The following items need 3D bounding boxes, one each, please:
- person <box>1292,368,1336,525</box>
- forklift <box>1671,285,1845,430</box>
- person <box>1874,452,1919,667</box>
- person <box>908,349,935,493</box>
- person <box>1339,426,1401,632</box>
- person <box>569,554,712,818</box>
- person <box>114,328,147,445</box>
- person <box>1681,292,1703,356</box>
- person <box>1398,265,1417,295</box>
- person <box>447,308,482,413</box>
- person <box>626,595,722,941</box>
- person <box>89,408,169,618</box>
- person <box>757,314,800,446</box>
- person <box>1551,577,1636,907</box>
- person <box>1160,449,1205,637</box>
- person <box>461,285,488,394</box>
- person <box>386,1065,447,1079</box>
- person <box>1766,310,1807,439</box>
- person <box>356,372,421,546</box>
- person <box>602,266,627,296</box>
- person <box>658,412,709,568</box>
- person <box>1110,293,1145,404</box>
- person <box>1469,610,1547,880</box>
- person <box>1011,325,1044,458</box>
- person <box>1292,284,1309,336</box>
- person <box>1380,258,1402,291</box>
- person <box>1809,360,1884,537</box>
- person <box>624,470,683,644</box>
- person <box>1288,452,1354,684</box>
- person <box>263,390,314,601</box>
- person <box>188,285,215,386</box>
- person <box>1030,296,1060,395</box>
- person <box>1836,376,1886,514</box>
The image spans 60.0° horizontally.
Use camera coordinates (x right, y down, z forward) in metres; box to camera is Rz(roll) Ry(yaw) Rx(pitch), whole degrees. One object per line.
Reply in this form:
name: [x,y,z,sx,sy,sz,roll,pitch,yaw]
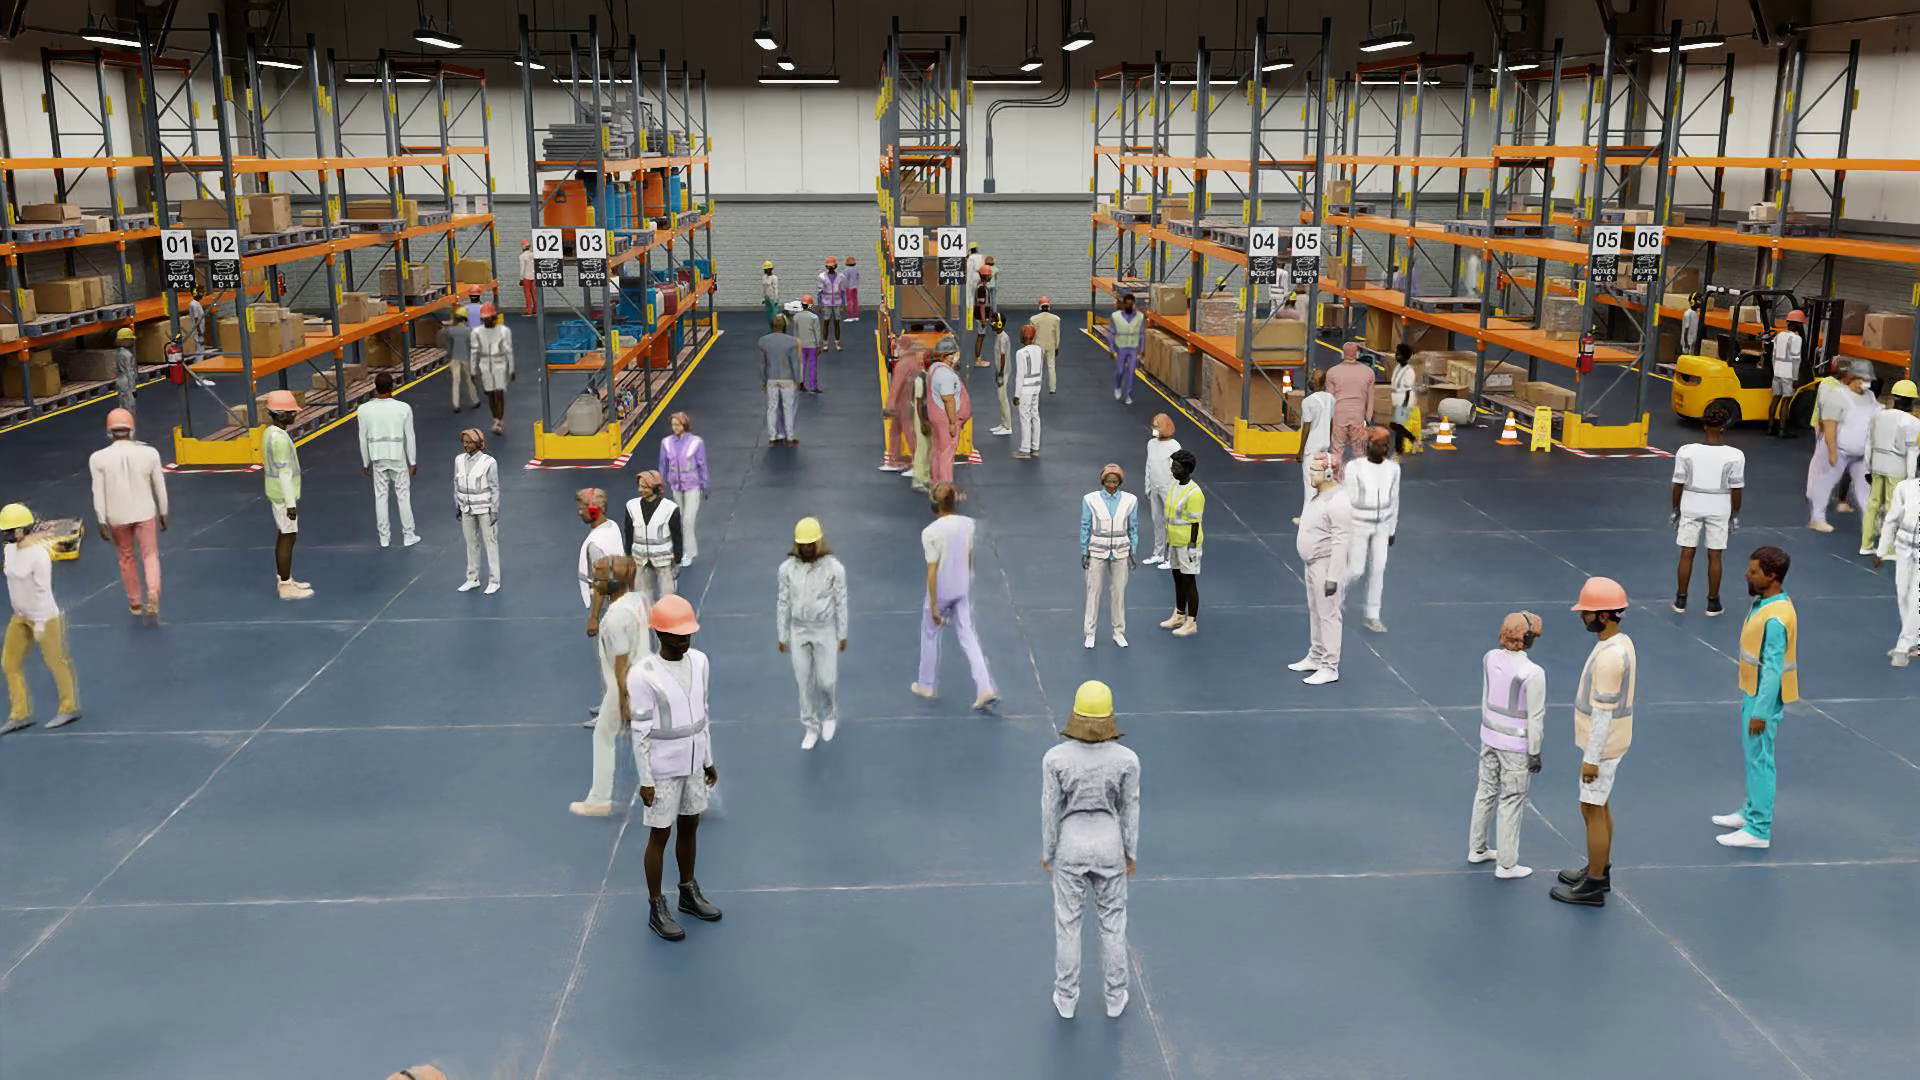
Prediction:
person: [4.095,-1.073,19.231,0.507,1.846,0.345,-10,17,-36]
forklift: [12.503,-2.886,26.166,2.313,2.155,1.214,-1,13,-3]
person: [8.090,0.132,14.064,0.528,1.878,0.606,-10,16,-35]
person: [-0.437,-1.516,21.155,0.417,1.832,0.564,6,15,23]
person: [3.702,-0.119,15.142,0.597,1.869,0.597,-4,14,-15]
person: [-2.084,0.954,10.736,0.938,1.807,0.529,2,13,10]
person: [-12.213,-2.246,24.450,0.482,1.735,0.342,13,18,43]
person: [12.703,-3.370,28.911,0.312,1.869,0.538,10,17,36]
person: [10.478,-5.669,38.826,0.580,1.809,0.661,7,15,26]
person: [-8.272,-2.991,27.631,0.539,1.723,0.909,1,13,4]
person: [-1.566,1.240,9.233,0.356,1.938,0.543,10,17,36]
person: [-7.645,-0.226,15.380,0.632,1.969,0.785,-8,15,-29]
person: [-2.633,-2.330,24.394,0.636,1.938,0.414,3,14,10]
person: [3.673,1.158,9.616,0.383,1.926,0.549,6,15,24]
person: [2.006,0.019,14.945,0.319,1.694,0.533,-4,14,-18]
person: [-8.578,-3.558,29.563,0.553,1.935,0.361,-2,13,-7]
person: [-1.590,2.360,5.157,0.537,1.625,0.448,9,16,33]
person: [12.485,-2.500,25.097,0.385,1.929,0.547,-2,13,-9]
person: [-6.265,-0.877,18.243,0.590,1.920,0.398,-1,13,-5]
person: [-7.986,-5.694,38.429,0.625,2.022,0.470,0,13,1]
person: [-2.925,-0.523,17.400,0.540,1.608,0.731,5,14,20]
person: [2.866,-3.286,28.512,0.599,1.894,0.476,-1,13,-3]
person: [3.290,1.222,9.974,0.314,1.629,0.508,-4,14,-18]
person: [0.954,-2.095,23.478,0.356,1.885,0.574,10,16,35]
person: [6.962,-4.497,34.202,0.519,1.612,0.558,2,13,7]
person: [10.185,-5.725,39.008,0.614,1.800,0.737,0,13,2]
person: [10.065,-1.034,18.648,0.697,2.000,0.978,-4,14,-15]
person: [-2.624,0.201,14.283,0.515,1.636,0.315,3,14,14]
person: [2.946,0.225,13.601,0.403,1.911,0.637,-1,13,-5]
person: [-6.513,-0.436,16.131,0.402,2.035,0.609,-7,15,-28]
person: [-14.003,-3.775,30.643,0.328,1.865,0.521,-7,15,-27]
person: [1.490,-3.435,29.462,0.563,1.742,0.360,-2,13,-8]
person: [10.860,-1.134,19.855,0.744,1.663,0.538,-5,14,-20]
